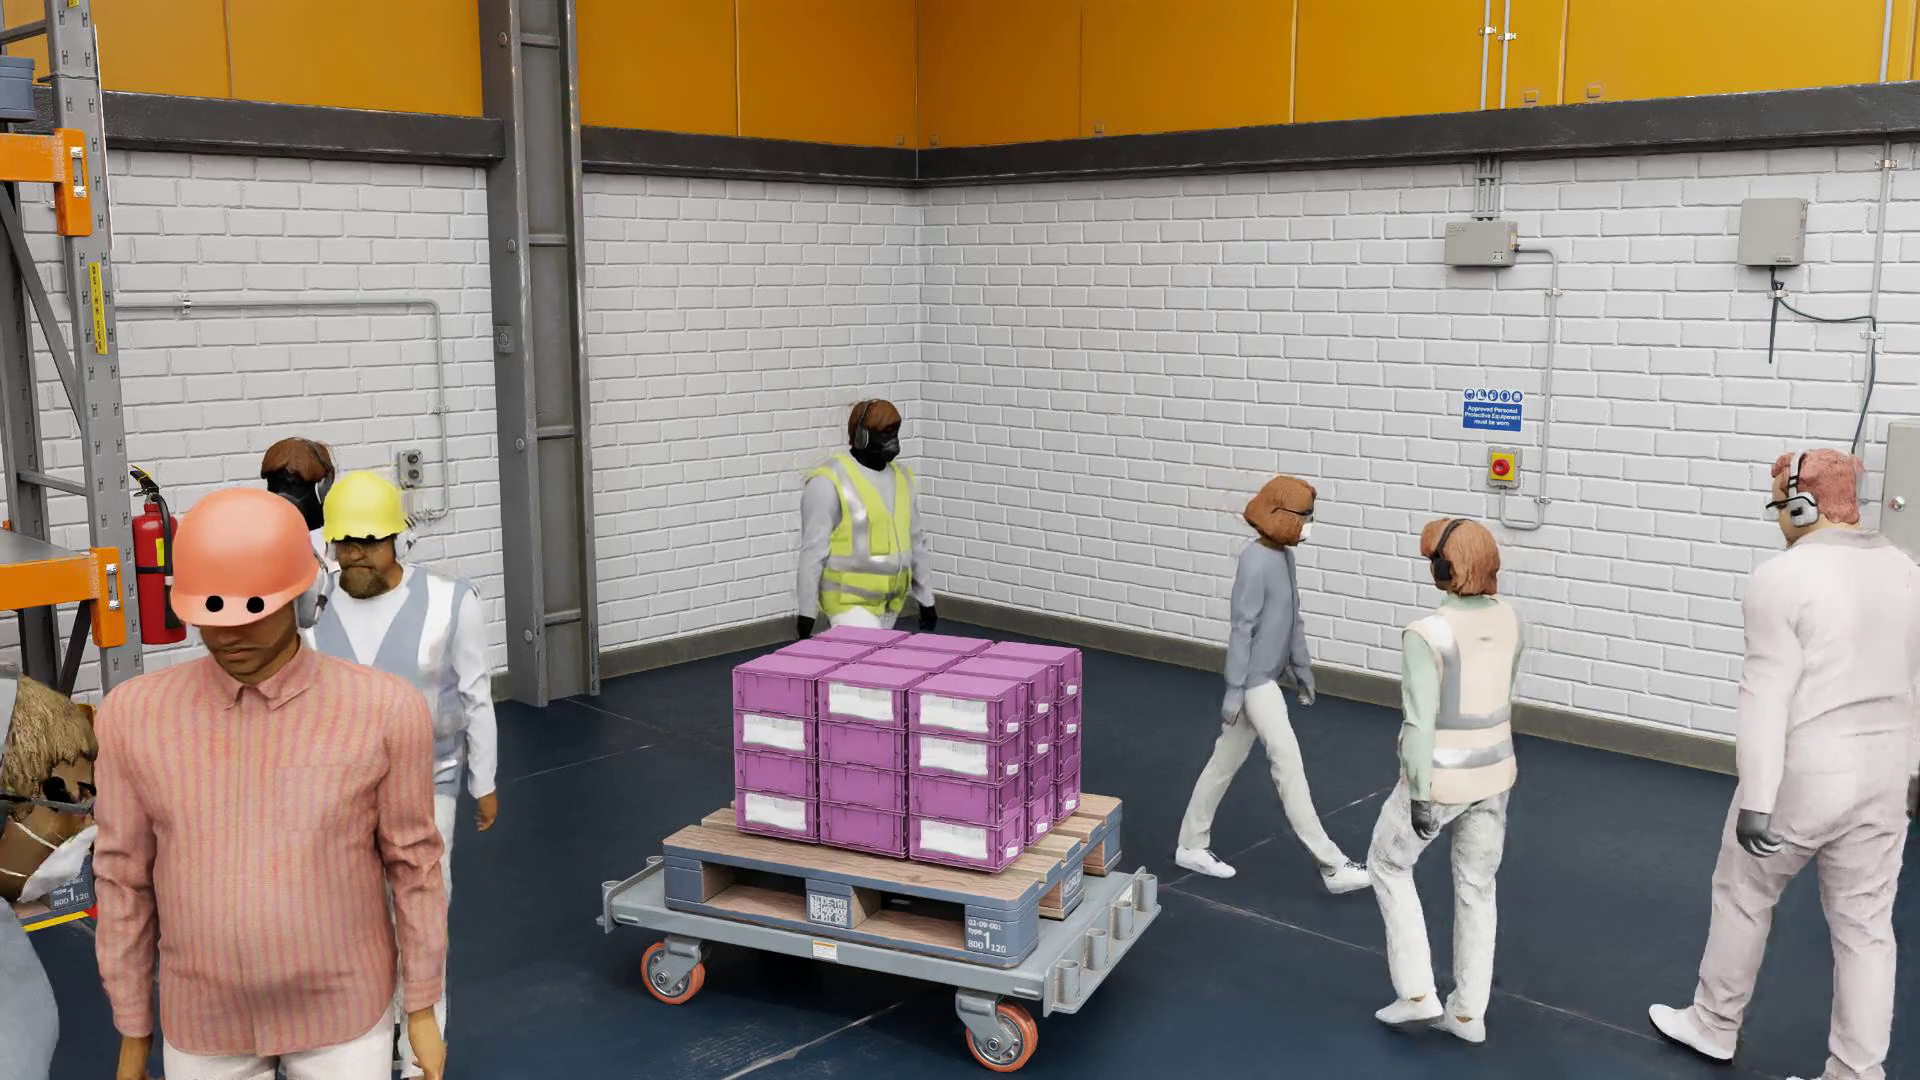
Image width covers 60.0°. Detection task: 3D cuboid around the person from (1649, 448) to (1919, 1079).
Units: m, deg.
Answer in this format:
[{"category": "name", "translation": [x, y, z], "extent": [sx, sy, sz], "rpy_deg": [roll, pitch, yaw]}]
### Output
[{"category": "person", "translation": [2.382, 0.670, 4.752], "extent": [0.664, 1.855, 0.858], "rpy_deg": [-3, 10, -16]}]

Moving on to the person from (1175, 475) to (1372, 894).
[{"category": "person", "translation": [1.220, 0.548, 6.313], "extent": [0.871, 1.579, 0.515], "rpy_deg": [4, 10, 23]}]

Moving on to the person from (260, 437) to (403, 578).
[{"category": "person", "translation": [-2.144, 0.555, 5.559], "extent": [0.637, 1.827, 0.653], "rpy_deg": [1, 9, 9]}]

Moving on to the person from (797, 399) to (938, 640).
[{"category": "person", "translation": [-0.352, 0.277, 7.364], "extent": [0.953, 1.790, 0.651], "rpy_deg": [7, 12, 37]}]

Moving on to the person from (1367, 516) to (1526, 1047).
[{"category": "person", "translation": [1.491, 0.734, 5.086], "extent": [0.519, 1.625, 0.425], "rpy_deg": [-5, 10, -26]}]

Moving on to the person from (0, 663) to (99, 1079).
[{"category": "person", "translation": [-1.205, 1.085, 2.112], "extent": [0.820, 1.887, 0.650], "rpy_deg": [-4, 10, -21]}]

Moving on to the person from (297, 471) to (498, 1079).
[{"category": "person", "translation": [-1.648, 0.714, 4.654], "extent": [0.623, 1.795, 0.827], "rpy_deg": [-1, 9, -4]}]

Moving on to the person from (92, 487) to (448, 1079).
[{"category": "person", "translation": [-1.269, 0.880, 3.095], "extent": [0.613, 1.983, 0.406], "rpy_deg": [-2, 9, -11]}]
